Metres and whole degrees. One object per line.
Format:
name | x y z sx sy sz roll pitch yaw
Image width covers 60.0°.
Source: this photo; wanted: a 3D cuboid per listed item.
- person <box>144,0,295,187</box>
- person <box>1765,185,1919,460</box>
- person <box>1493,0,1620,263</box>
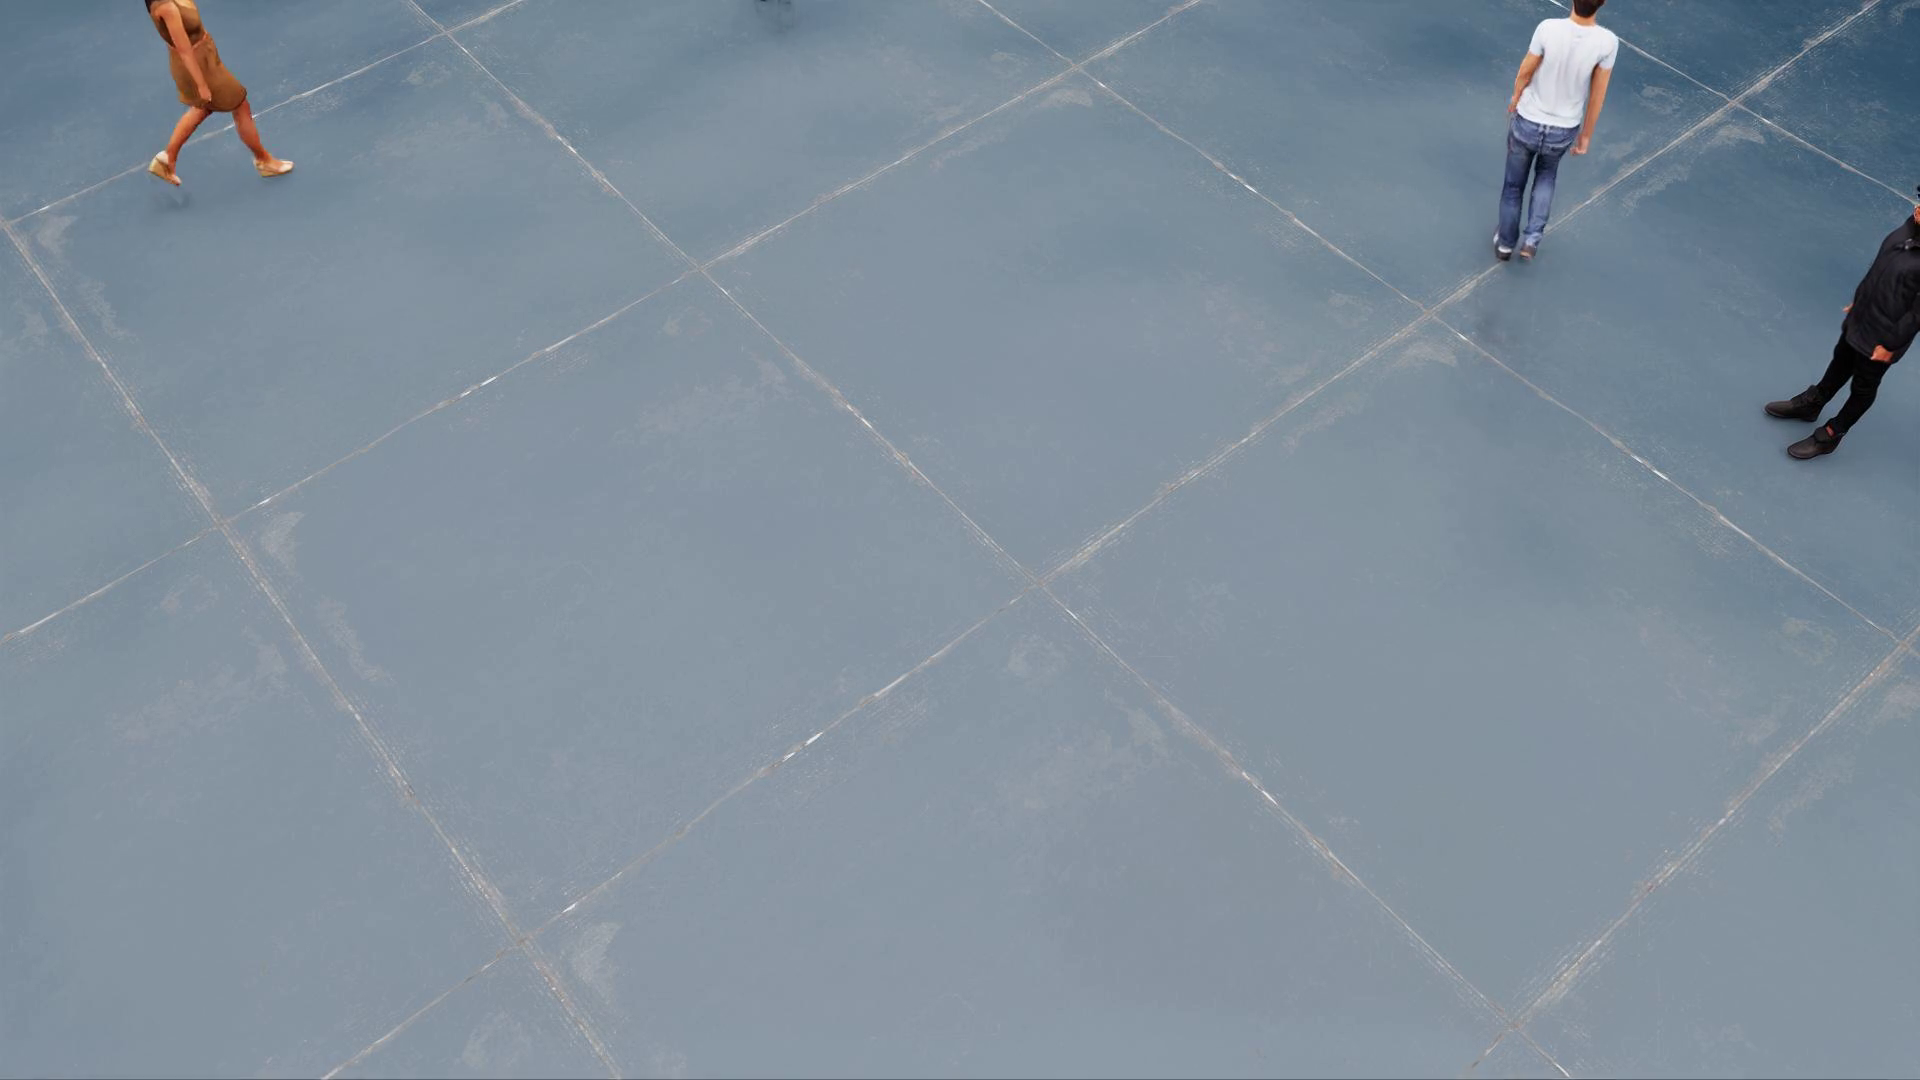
person | -4.460 -2.686 9.571 1.053 1.663 0.705 -23 56 -17
person | 4.605 -1.110 8.280 0.770 1.774 0.726 -1 52 -1
person | 3.196 -2.220 9.089 0.791 1.853 0.853 11 53 8
